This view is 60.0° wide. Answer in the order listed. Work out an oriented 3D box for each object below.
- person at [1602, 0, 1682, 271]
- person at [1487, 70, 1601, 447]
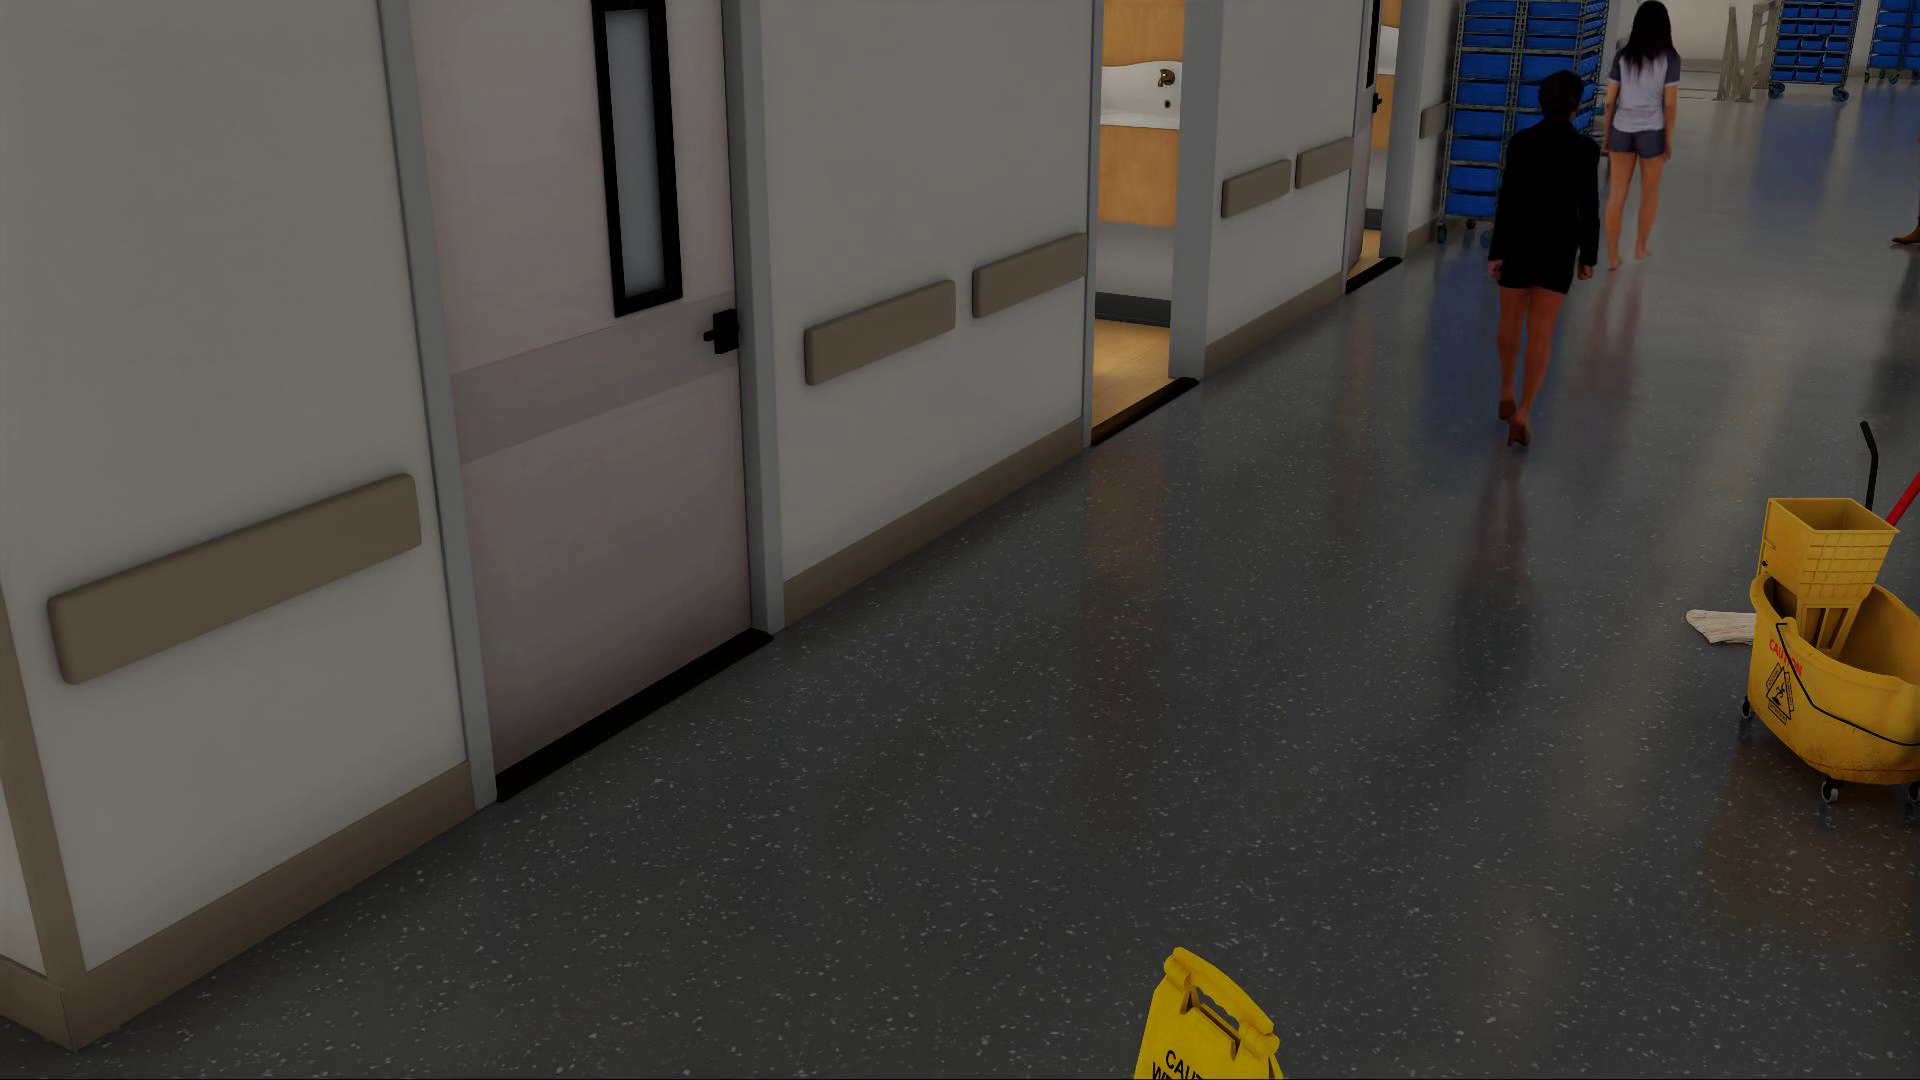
[{"bbox_3d":[4.431,-2.623,10.916,0.613,1.712,0.805,11,23,27],"label":"person"},{"bbox_3d":[2.509,-1.192,7.265,0.592,1.621,0.717,11,23,27],"label":"person"}]
